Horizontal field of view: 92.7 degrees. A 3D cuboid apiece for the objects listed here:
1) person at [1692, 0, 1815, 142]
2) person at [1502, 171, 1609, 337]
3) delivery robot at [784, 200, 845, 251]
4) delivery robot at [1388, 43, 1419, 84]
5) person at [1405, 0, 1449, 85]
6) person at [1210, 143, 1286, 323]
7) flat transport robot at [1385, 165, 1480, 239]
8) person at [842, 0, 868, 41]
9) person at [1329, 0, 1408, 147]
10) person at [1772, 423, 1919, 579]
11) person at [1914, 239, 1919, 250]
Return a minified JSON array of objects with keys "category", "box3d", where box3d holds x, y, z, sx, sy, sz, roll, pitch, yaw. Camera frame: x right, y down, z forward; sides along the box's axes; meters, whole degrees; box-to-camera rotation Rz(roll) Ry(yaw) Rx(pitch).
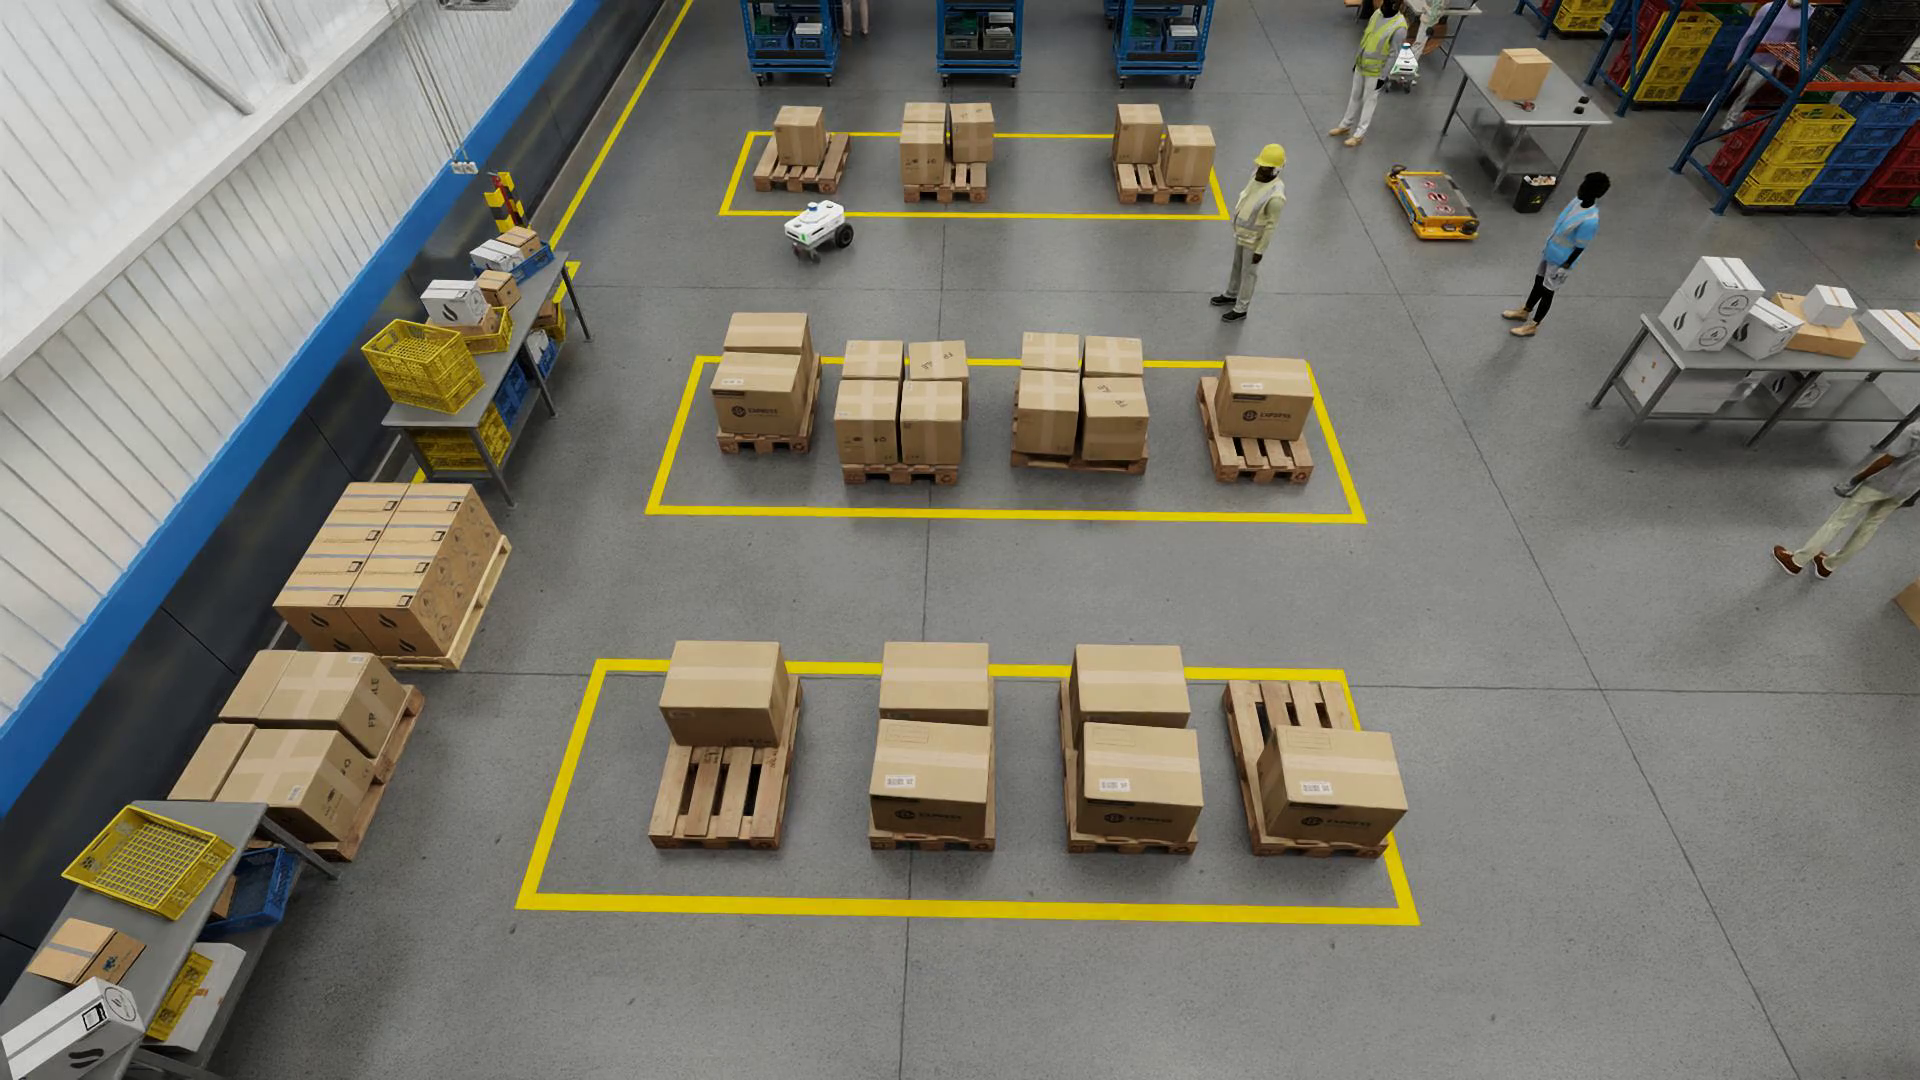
[{"category":"person","box3d":[10.207,-6.111,11.710,0.628,1.940,0.377,22,53,18]},{"category":"person","box3d":[5.864,-2.786,8.987,0.317,1.697,0.540,6,49,5]},{"category":"delivery robot","box3d":[-1.639,-3.571,10.360,0.477,0.478,0.707,31,56,24]},{"category":"delivery robot","box3d":[6.372,-6.919,13.258,0.477,0.478,0.707,5,49,4]},{"category":"person","box3d":[6.665,-7.366,12.998,0.315,1.631,0.523,18,52,15]},{"category":"person","box3d":[2.887,-3.042,9.119,0.404,1.836,0.600,-8,50,-7]},{"category":"flat transport robot","box3d":[5.692,-4.094,11.059,0.652,0.197,1.431,1,49,1]},{"category":"person","box3d":[-1.627,-8.684,13.914,0.622,1.980,0.409,-17,51,-14]},{"category":"person","box3d":[5.234,-6.010,11.686,0.429,1.843,0.631,-15,51,-12]},{"category":"person","box3d":[6.891,-0.404,6.812,0.509,1.877,0.328,10,50,9]},{"category":"person","box3d":[11.250,-3.931,9.860,0.576,1.882,0.355,9,50,8]}]
